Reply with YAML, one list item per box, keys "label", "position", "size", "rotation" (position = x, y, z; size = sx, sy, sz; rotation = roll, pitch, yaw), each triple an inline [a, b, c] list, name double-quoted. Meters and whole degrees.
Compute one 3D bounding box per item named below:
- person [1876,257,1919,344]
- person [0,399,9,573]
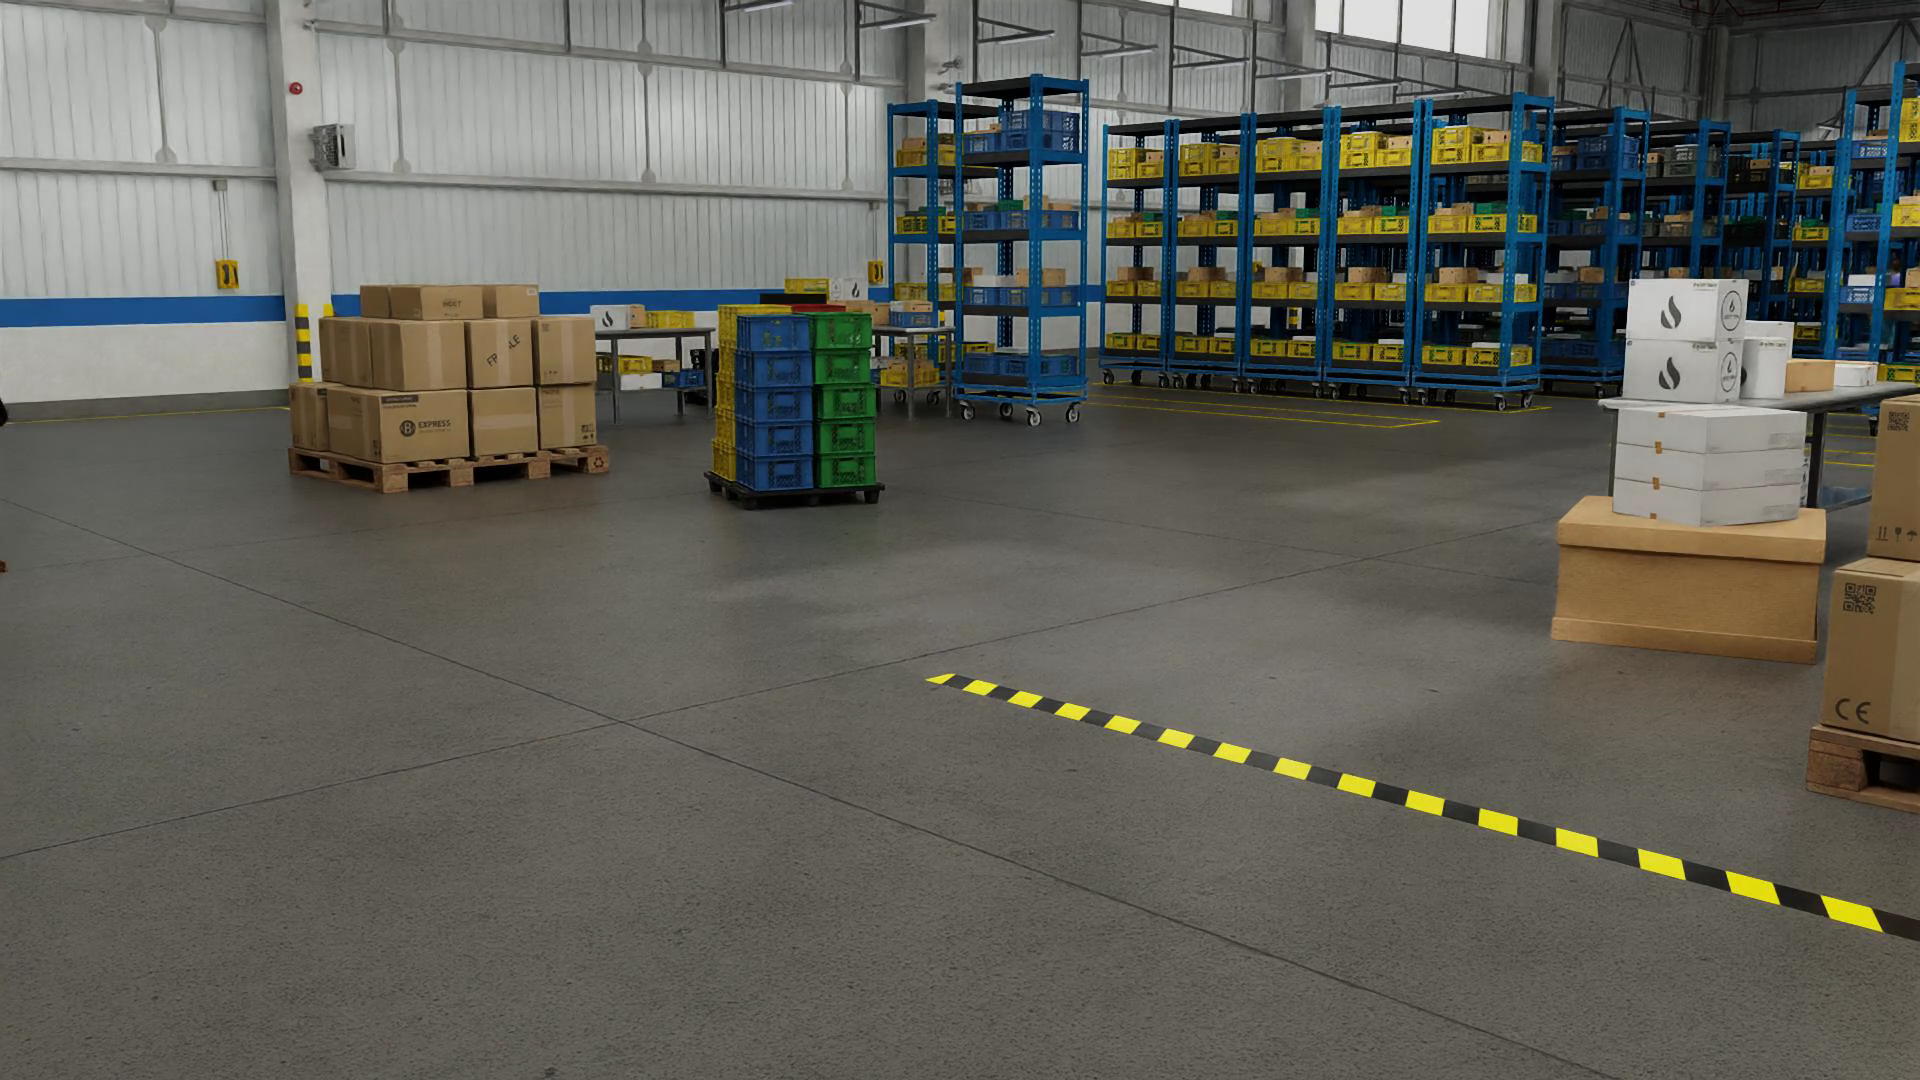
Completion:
- label: "person"
  position: [14.090, -3.340, 24.961]
  size: [0.985, 1.788, 0.591]
  rotation: [-8, 12, -39]
- label: "person"
  position: [-5.663, -0.801, 9.169]
  size: [0.871, 1.972, 0.609]
  rotation: [3, 10, 16]
